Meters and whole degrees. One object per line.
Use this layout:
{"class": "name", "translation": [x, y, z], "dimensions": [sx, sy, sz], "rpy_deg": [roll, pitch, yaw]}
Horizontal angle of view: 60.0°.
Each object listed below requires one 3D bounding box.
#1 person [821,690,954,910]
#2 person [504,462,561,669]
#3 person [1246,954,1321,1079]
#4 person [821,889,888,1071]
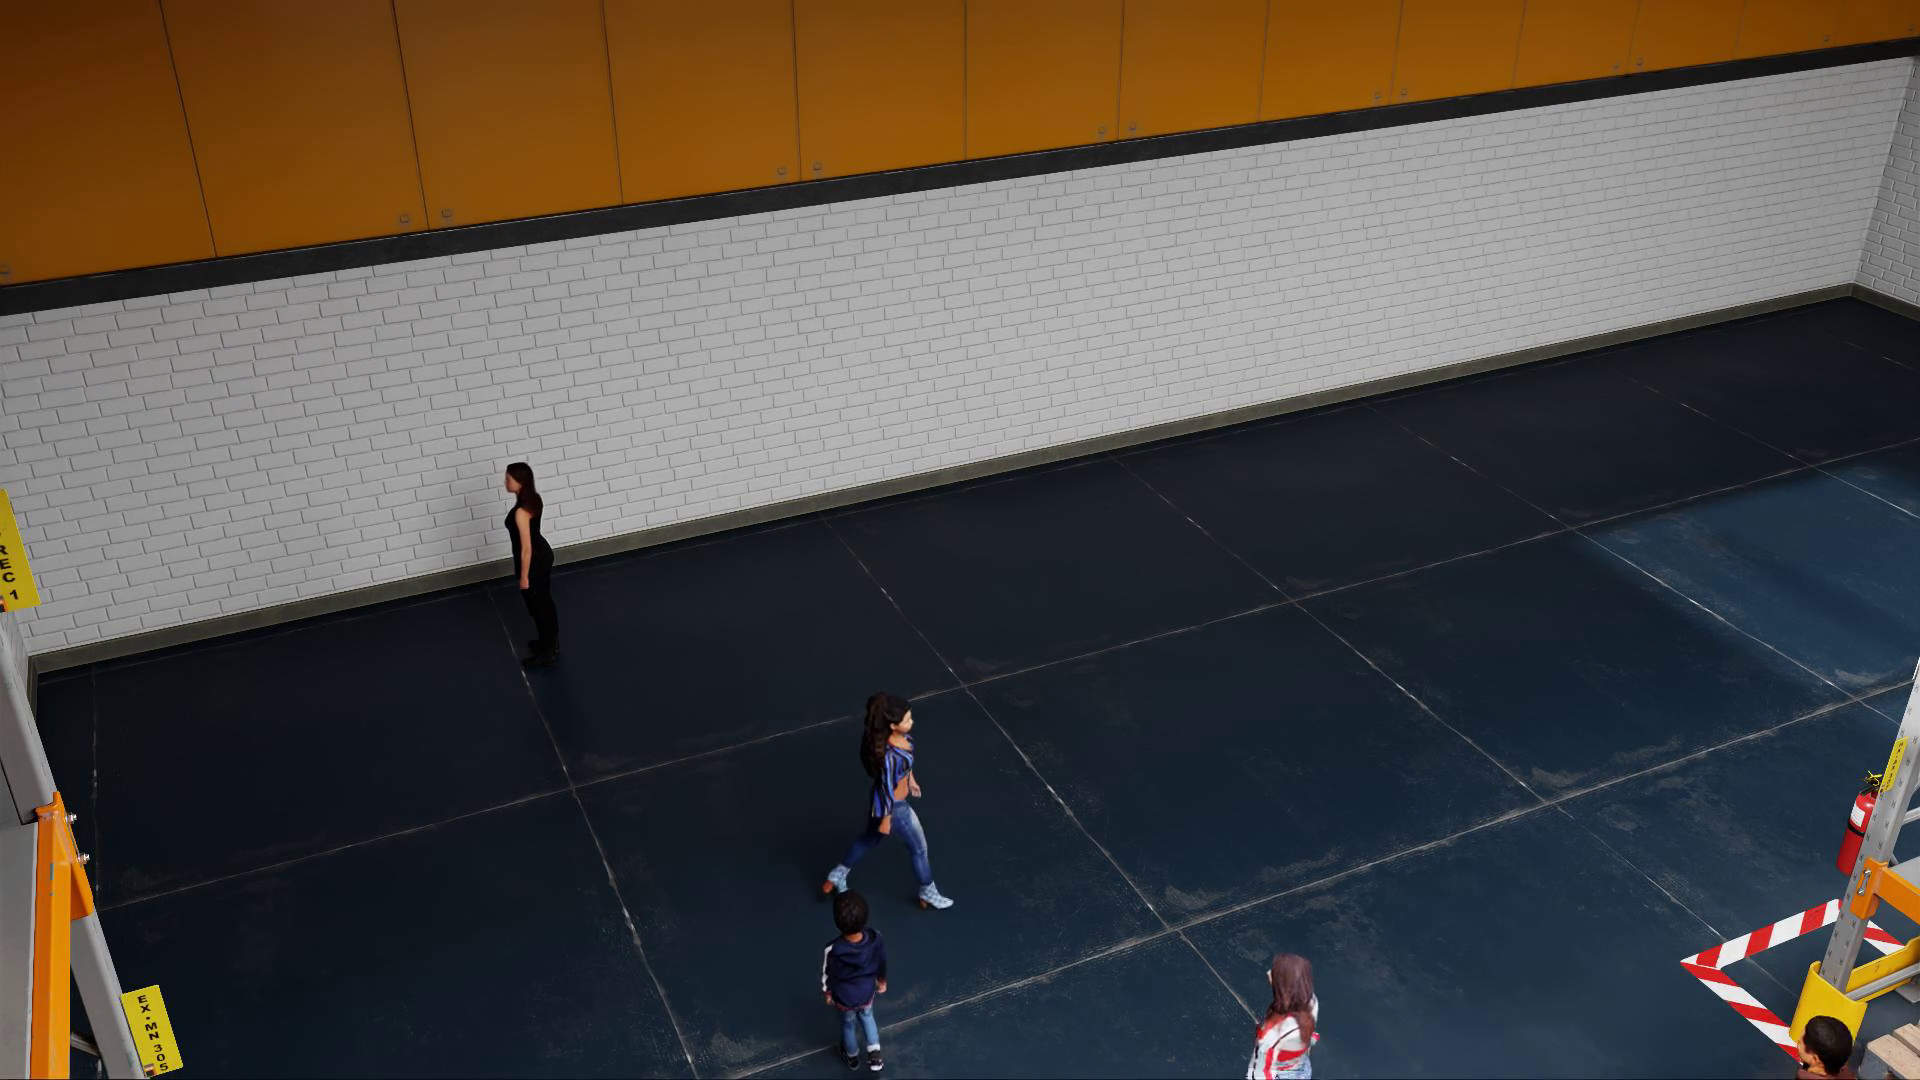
{"class": "person", "translation": [-0.497, 1.602, 10.078], "dimensions": [0.926, 1.586, 1.071], "rpy_deg": [-2, 29, -3]}
{"class": "person", "translation": [-3.234, 0.181, 12.577], "dimensions": [0.730, 1.688, 0.612], "rpy_deg": [0, 29, -1]}
{"class": "person", "translation": [1.652, 2.685, 8.091], "dimensions": [0.966, 1.588, 0.852], "rpy_deg": [17, 33, 29]}
{"class": "person", "translation": [-0.558, 2.426, 8.953], "dimensions": [0.515, 1.217, 0.586], "rpy_deg": [-13, 31, -22]}
